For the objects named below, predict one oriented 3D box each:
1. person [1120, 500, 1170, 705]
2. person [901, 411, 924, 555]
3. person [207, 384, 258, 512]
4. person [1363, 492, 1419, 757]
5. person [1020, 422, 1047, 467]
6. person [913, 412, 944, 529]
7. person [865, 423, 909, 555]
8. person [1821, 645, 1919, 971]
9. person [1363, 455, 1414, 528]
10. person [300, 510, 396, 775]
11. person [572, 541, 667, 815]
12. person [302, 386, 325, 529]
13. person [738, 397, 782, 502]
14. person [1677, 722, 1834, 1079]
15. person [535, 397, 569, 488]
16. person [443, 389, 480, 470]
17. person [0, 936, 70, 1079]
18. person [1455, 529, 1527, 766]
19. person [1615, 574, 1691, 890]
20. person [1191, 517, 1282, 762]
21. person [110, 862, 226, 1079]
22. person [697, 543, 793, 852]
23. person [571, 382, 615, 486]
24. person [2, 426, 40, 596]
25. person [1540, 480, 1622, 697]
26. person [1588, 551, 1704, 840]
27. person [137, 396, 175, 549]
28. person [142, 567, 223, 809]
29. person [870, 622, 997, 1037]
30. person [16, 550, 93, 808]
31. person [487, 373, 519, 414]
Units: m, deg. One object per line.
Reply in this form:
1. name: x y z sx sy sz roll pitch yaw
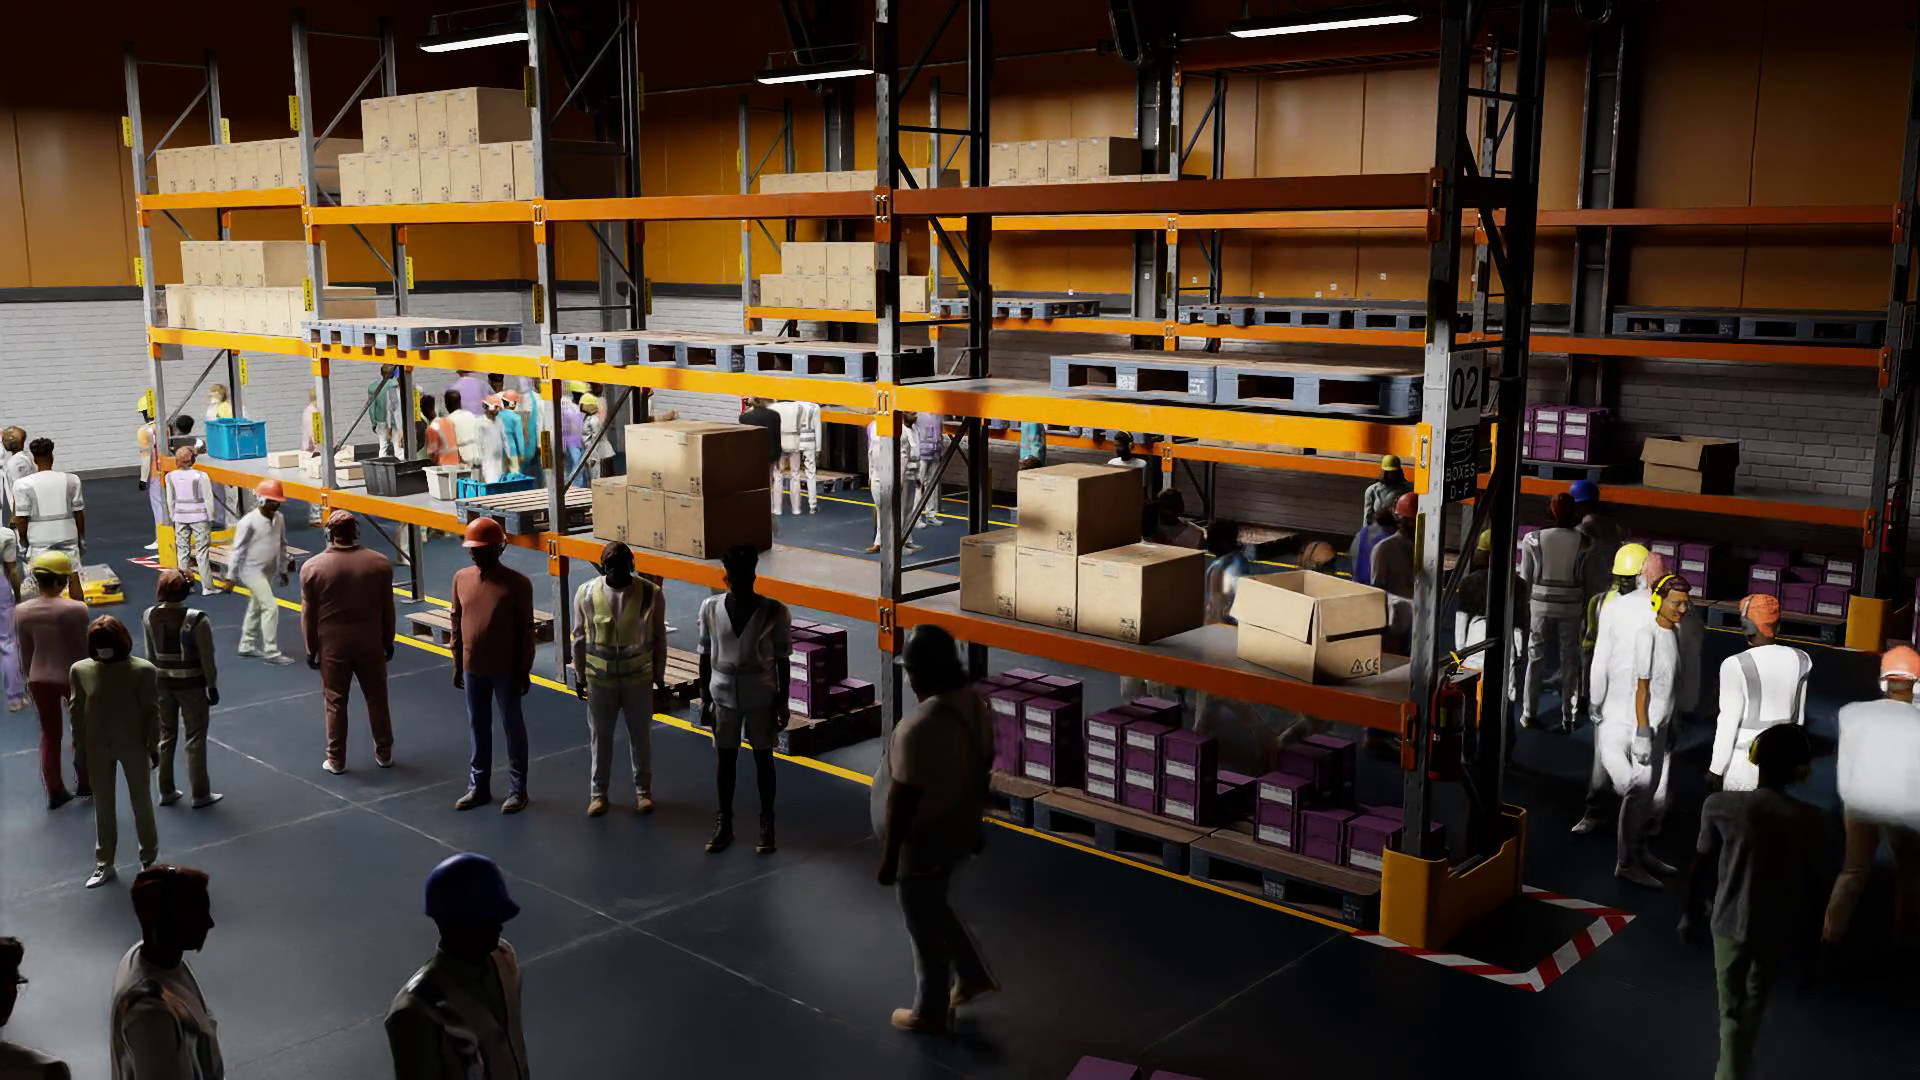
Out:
1. person: 1.359 0.587 12.986 0.634 1.822 0.647 1 10 7
2. person: -0.652 -0.769 20.485 0.358 1.882 0.574 5 11 25
3. person: -10.029 -1.209 22.913 0.644 1.907 0.551 4 11 21
4. person: 3.302 0.620 12.357 0.617 1.986 0.411 -5 11 -28
5. person: 0.953 -0.956 21.088 0.379 2.045 0.605 -1 10 -7
6. person: -0.436 -1.129 22.361 0.602 1.940 0.402 -10 14 -44
7. person: -0.894 -0.760 20.295 0.372 1.934 0.627 -10 14 -44
8. person: 4.829 1.406 8.690 0.810 1.720 0.559 -9 14 -42
9. person: 4.248 0.005 16.501 0.492 1.742 0.324 0 10 2
10. person: -4.395 0.730 11.984 0.642 1.899 0.394 -5 11 -28
11. person: -2.261 0.916 11.075 0.621 1.845 0.429 -1 10 -8
12. person: -8.607 -1.099 22.241 0.373 1.926 0.698 -4 11 -21
13. person: -2.627 -1.092 22.034 0.627 1.980 0.577 -5 11 -27
14. person: 3.333 1.642 7.025 0.501 1.821 0.862 2 10 13
15. person: -5.940 -1.450 24.286 0.543 1.904 0.663 8 13 38
16. person: -6.562 -1.063 22.115 0.640 1.898 0.618 2 10 13
17. person: -2.756 2.037 4.749 0.563 1.837 0.391 1 10 5
18. person: 3.852 0.785 12.131 0.487 1.737 0.322 2 10 10
19. person: 4.141 1.116 9.884 0.334 1.865 0.517 8 13 40
20. person: 1.981 0.731 12.205 0.807 1.821 0.636 3 11 18
21. person: -2.488 1.923 5.284 0.359 1.877 0.589 -4 11 -24
22. person: -1.348 0.981 10.377 0.602 1.958 0.380 1 10 6
23. person: -5.478 -1.530 24.718 0.884 1.925 0.601 4 11 24
24. person: -10.169 -0.317 18.033 0.345 1.847 0.508 -2 10 -11
25. person: 5.201 0.448 13.626 0.672 1.885 0.965 -9 13 -41
26. person: 4.300 1.005 10.437 0.693 1.886 0.577 1 10 3
27. person: -10.036 -0.836 20.770 0.382 1.917 0.585 2 10 13
28. person: -5.245 0.996 11.219 0.514 1.631 0.312 2 10 13
29. person: -0.169 1.373 7.931 0.539 2.000 0.688 4 11 22
30. person: -6.053 0.929 11.252 0.559 1.747 0.465 1 10 3
31. person: -6.749 -1.516 24.494 0.375 1.959 0.600 5 11 27
